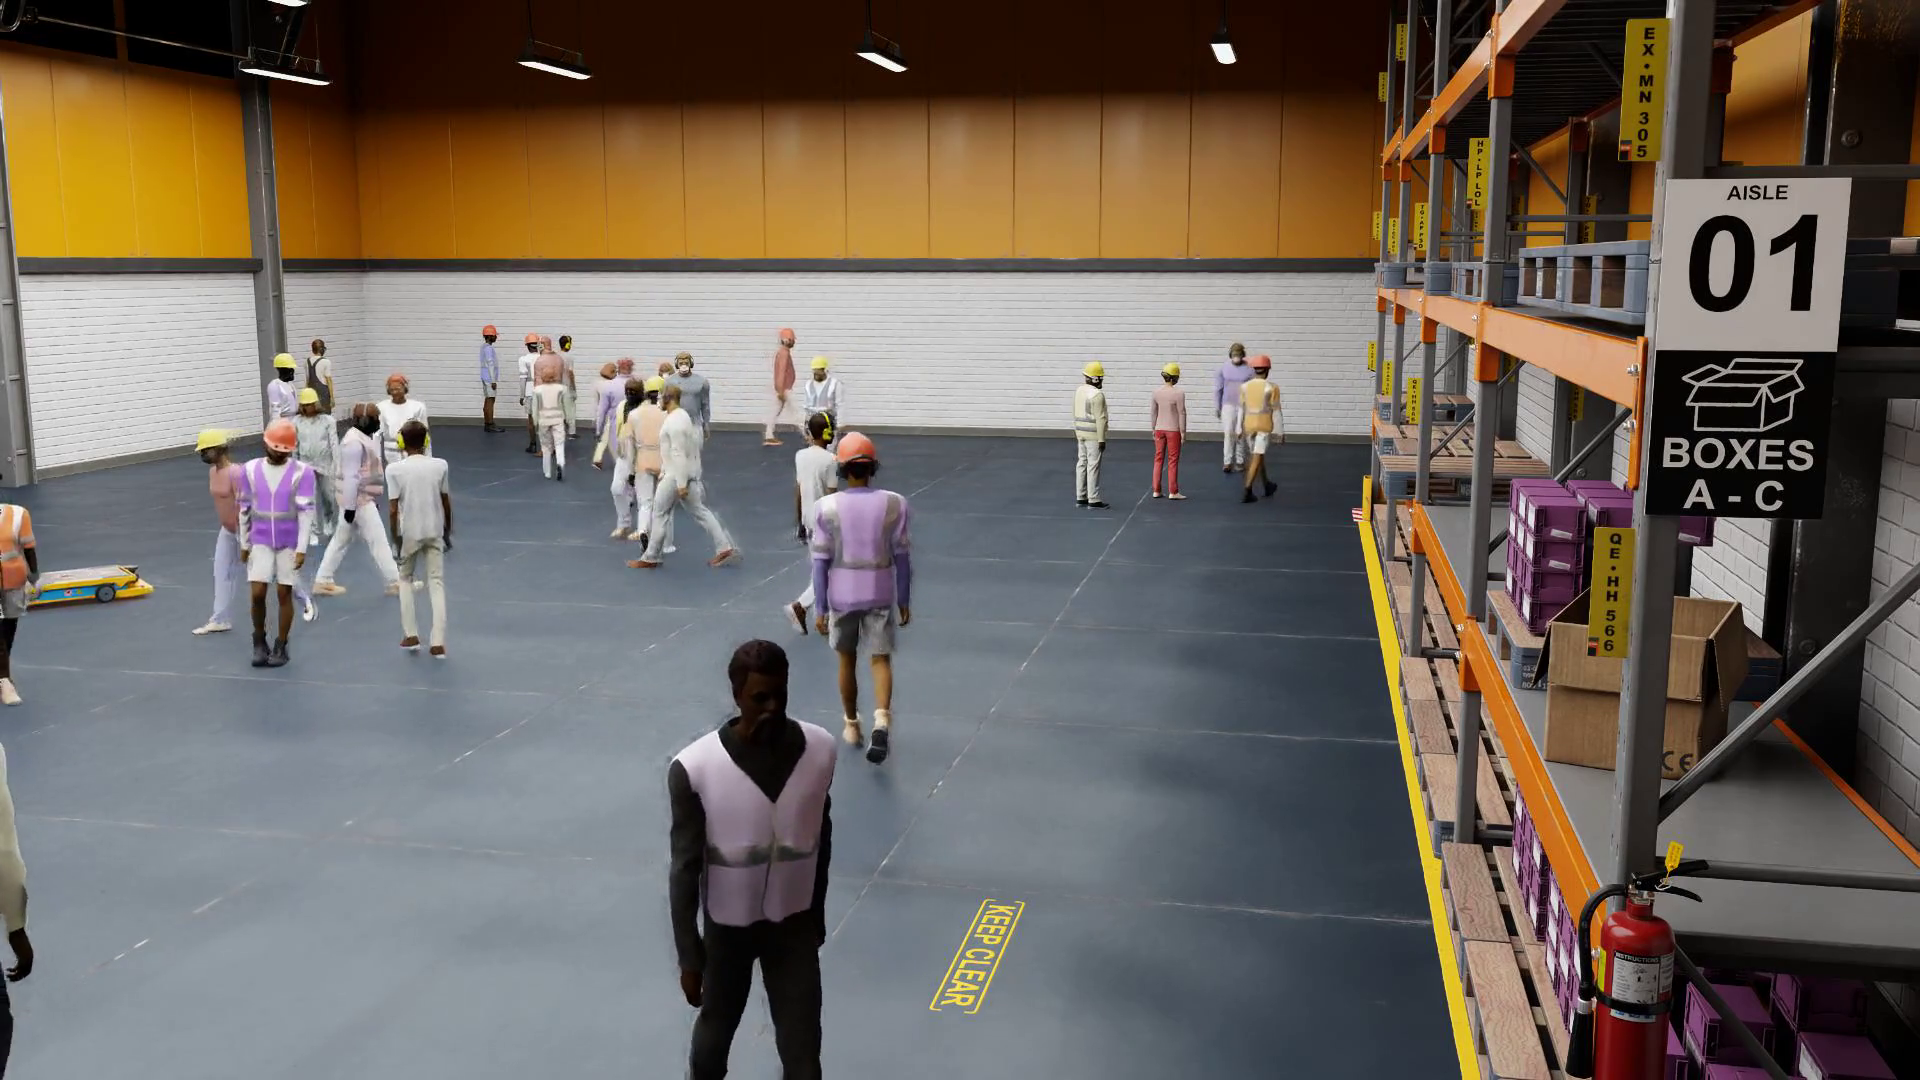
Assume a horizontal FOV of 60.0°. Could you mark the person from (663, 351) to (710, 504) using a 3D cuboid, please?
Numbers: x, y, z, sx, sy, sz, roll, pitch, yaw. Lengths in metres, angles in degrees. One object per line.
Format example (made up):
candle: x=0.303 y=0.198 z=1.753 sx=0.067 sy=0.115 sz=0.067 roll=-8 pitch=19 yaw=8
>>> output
person: x=-3.475 y=-1.422 z=21.086 sx=0.635 sy=1.938 sz=0.359 roll=-2 pitch=10 yaw=-14

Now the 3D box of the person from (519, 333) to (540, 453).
person: x=-6.835 y=-2.364 z=26.775 sx=0.543 sy=1.935 sz=0.366 roll=-7 pitch=11 yaw=-35

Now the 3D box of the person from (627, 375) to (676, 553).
person: x=-3.173 y=-0.748 z=17.195 sx=0.590 sy=1.898 sz=0.787 roll=1 pitch=9 yaw=3

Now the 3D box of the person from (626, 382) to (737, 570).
person: x=-2.749 y=-0.627 z=16.525 sx=1.073 sy=1.889 sz=0.617 roll=0 pitch=9 yaw=0

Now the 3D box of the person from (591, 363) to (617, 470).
person: x=-5.237 y=-1.833 z=24.652 sx=0.490 sy=1.580 sz=0.901 roll=5 pitch=11 yaw=26

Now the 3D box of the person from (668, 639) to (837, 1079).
person: x=-0.677 y=1.221 z=5.414 sx=0.609 sy=1.869 sz=1.014 roll=-5 pitch=11 yaw=-29

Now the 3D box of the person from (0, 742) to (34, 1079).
person: x=-3.218 y=1.212 z=5.118 sx=0.639 sy=1.968 sz=0.556 roll=-3 pitch=10 yaw=-19

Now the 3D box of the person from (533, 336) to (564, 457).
person: x=-6.518 y=-2.260 z=26.249 sx=0.410 sy=1.905 sz=0.640 roll=3 pitch=10 yaw=20

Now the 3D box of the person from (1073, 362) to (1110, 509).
person: x=1.644 y=-1.298 z=20.661 sx=0.404 sy=1.829 sz=0.600 roll=-5 pitch=11 yaw=-27

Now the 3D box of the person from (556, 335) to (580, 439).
person: x=-6.800 y=-2.628 z=28.704 sx=0.585 sy=1.821 sz=0.682 roll=5 pitch=11 yaw=28

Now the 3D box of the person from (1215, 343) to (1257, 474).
person: x=4.021 y=-1.896 z=24.092 sx=0.661 sy=1.879 sz=1.003 roll=2 pitch=10 yaw=12

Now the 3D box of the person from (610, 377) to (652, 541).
person: x=-3.546 y=-0.868 z=18.146 sx=0.659 sy=1.811 sz=0.548 roll=7 pitch=12 yaw=36

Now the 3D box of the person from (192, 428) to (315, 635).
person: x=-5.914 y=-0.103 z=13.843 sx=0.551 sy=1.708 sz=0.937 roll=7 pitch=12 yaw=37

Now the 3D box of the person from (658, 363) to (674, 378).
person: x=-4.242 y=-1.784 z=24.311 sx=0.510 sy=1.584 sz=0.866 roll=-2 pitch=10 yaw=-12

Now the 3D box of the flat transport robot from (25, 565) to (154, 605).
flat transport robot: x=-8.111 y=0.427 z=14.962 sx=1.431 sy=0.197 sz=0.652 roll=-7 pitch=12 yaw=-38

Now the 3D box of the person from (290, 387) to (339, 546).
person: x=-7.065 y=-0.833 z=18.234 sx=0.489 sy=1.710 sz=0.803 roll=-4 pitch=10 yaw=-22

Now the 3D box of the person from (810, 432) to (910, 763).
person: x=-0.599 y=0.351 z=10.160 sx=0.618 sy=2.022 sz=0.861 roll=-1 pitch=10 yaw=-9

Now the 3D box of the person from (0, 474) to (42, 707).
person: x=-6.757 y=0.286 z=11.651 sx=0.536 sy=1.655 sz=0.852 roll=-9 pitch=13 yaw=-44

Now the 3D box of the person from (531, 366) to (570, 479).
person: x=-5.743 y=-1.639 z=23.354 sx=0.523 sy=1.619 sz=0.684 roll=-3 pitch=10 yaw=-16

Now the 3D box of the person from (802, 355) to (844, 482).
person: x=-1.846 y=-1.603 z=22.554 sx=0.606 sy=1.812 sz=0.570 roll=3 pitch=10 yaw=17

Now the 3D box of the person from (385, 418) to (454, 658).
person: x=-4.204 y=-0.024 z=12.968 sx=0.534 sy=1.844 sz=0.747 roll=-5 pitch=11 yaw=-30

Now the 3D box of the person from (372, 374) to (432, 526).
person: x=-6.216 y=-0.941 z=18.557 sx=0.633 sy=1.838 sz=0.991 roll=-3 pitch=10 yaw=-16

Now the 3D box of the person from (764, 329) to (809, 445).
person: x=-2.827 y=-2.552 z=27.857 sx=1.027 sy=1.941 sz=0.648 roll=-2 pitch=10 yaw=-10

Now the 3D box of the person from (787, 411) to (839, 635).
person: x=-1.180 y=-0.120 z=13.537 sx=0.515 sy=1.851 sz=0.635 roll=8 pitch=13 yaw=41

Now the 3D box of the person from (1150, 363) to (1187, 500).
person: x=2.707 y=-1.401 z=21.479 sx=0.534 sy=1.767 sz=0.314 roll=9 pitch=13 yaw=42

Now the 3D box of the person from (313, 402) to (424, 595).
person: x=-5.503 y=-0.365 z=15.227 sx=0.969 sy=1.788 sz=0.648 roll=-3 pitch=10 yaw=-19

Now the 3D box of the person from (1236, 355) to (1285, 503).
person: x=3.882 y=-1.437 z=21.397 sx=0.580 sy=1.868 sz=1.048 roll=7 pitch=12 yaw=38

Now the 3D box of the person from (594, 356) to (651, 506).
person: x=-4.254 y=-1.375 z=20.973 sx=0.678 sy=1.889 sz=0.614 roll=-7 pitch=12 yaw=-36

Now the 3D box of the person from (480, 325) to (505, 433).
person: x=-8.473 y=-2.910 z=30.053 sx=0.359 sy=1.939 sz=0.542 roll=-5 pitch=11 yaw=-27

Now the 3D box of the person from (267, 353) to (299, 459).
person: x=-8.442 y=-1.367 z=20.874 sx=0.486 sy=1.926 sz=0.605 roll=0 pitch=9 yaw=0

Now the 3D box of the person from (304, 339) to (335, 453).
person: x=-10.269 y=-2.301 z=26.708 sx=0.501 sy=1.839 sz=0.342 roll=4 pitch=10 yaw=23

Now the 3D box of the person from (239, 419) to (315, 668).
person: x=-5.125 y=0.034 z=12.464 sx=0.591 sy=1.893 sz=0.479 roll=-1 pitch=10 yaw=-9
